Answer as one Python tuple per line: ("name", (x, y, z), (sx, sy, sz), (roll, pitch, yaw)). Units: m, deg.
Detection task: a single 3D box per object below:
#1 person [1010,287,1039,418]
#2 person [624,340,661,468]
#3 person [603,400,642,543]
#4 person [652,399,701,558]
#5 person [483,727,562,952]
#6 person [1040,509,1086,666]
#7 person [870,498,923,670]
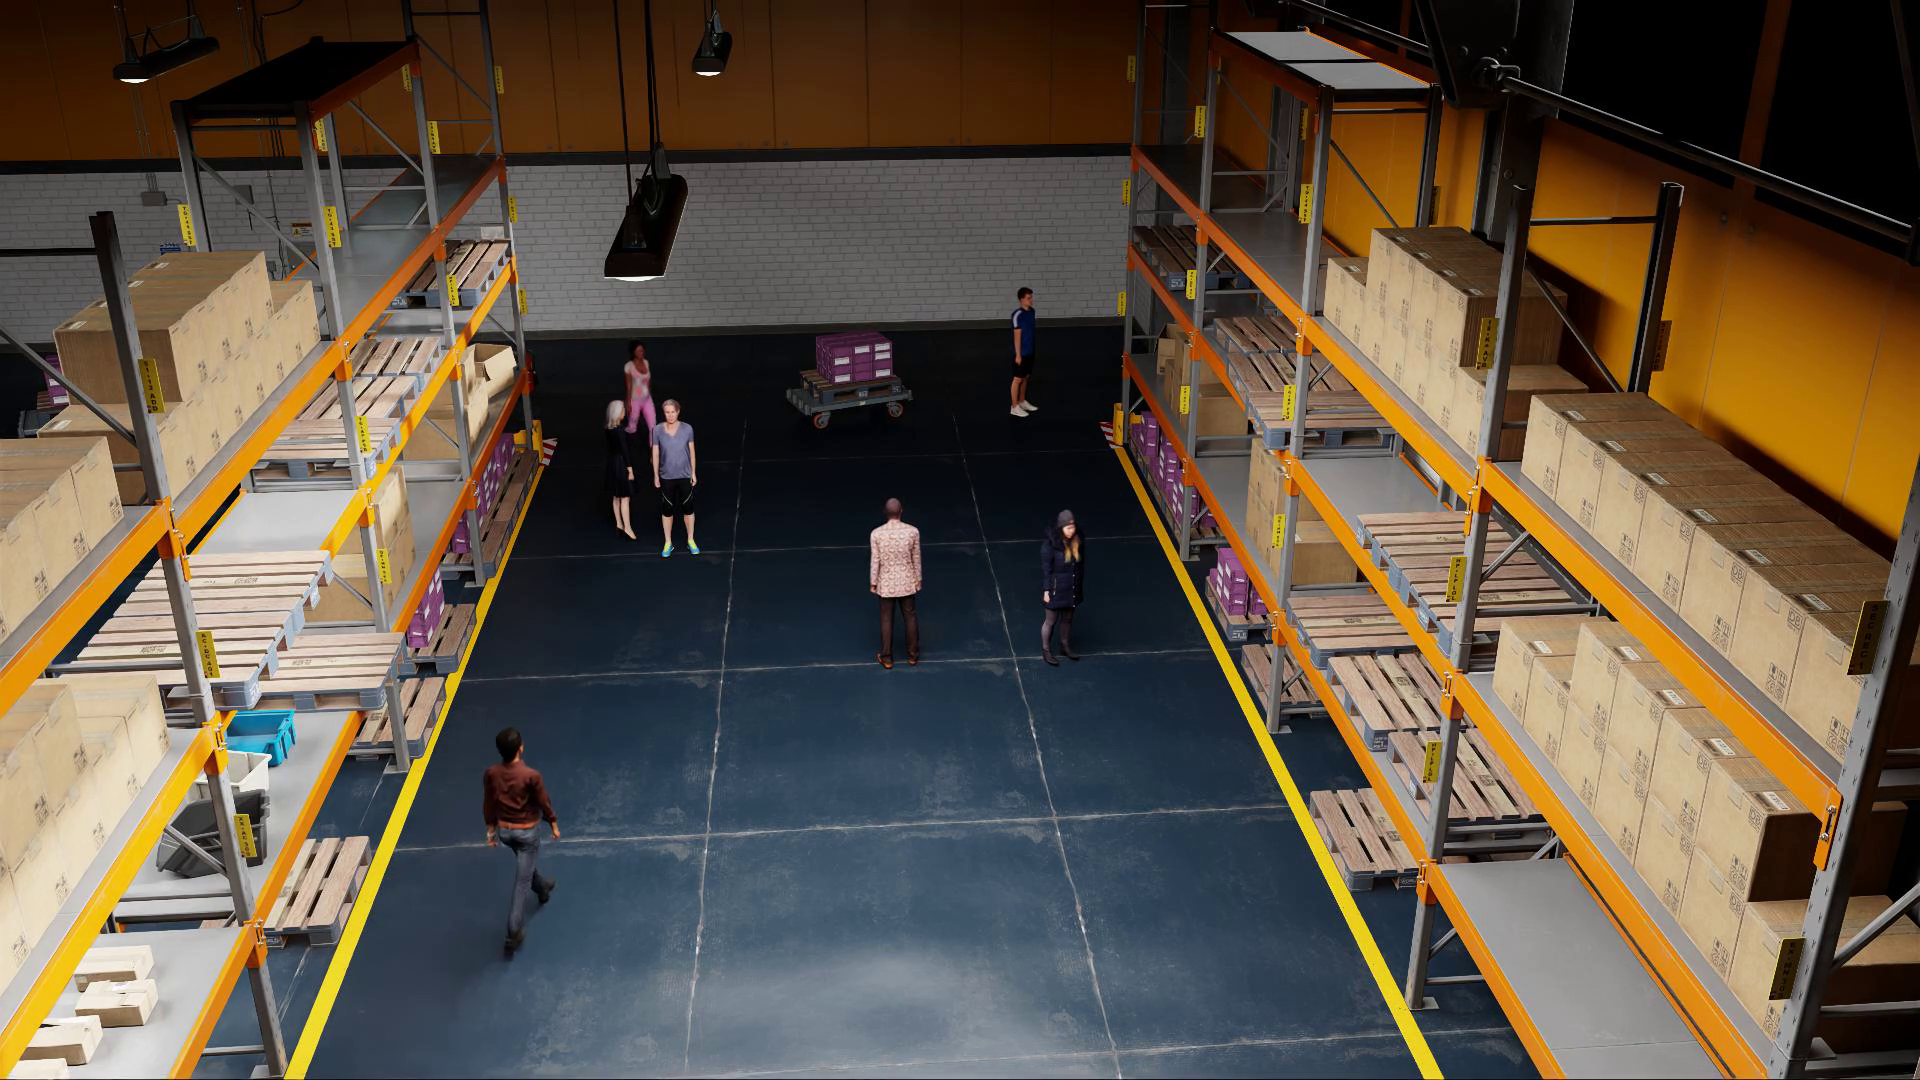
("person", (0.908, -2.734, 23.936), (0.802, 1.865, 0.714), (13, 27, 28))
("person", (-4.307, -1.813, 22.026), (1.168, 1.707, 1.067), (21, 31, 39))
("person", (-4.018, -0.828, 19.721), (0.757, 1.748, 0.669), (-18, 29, -35))
("person", (-3.309, -0.738, 19.340), (0.684, 1.889, 0.625), (-6, 24, -12))
("person", (-3.368, 2.287, 12.617), (0.895, 1.732, 1.239), (4, 24, 10))
("person", (1.023, 0.464, 16.860), (0.771, 1.674, 0.790), (-14, 27, -28))
("person", (-0.638, 0.433, 16.759), (0.699, 1.811, 0.609), (-4, 24, -10))
